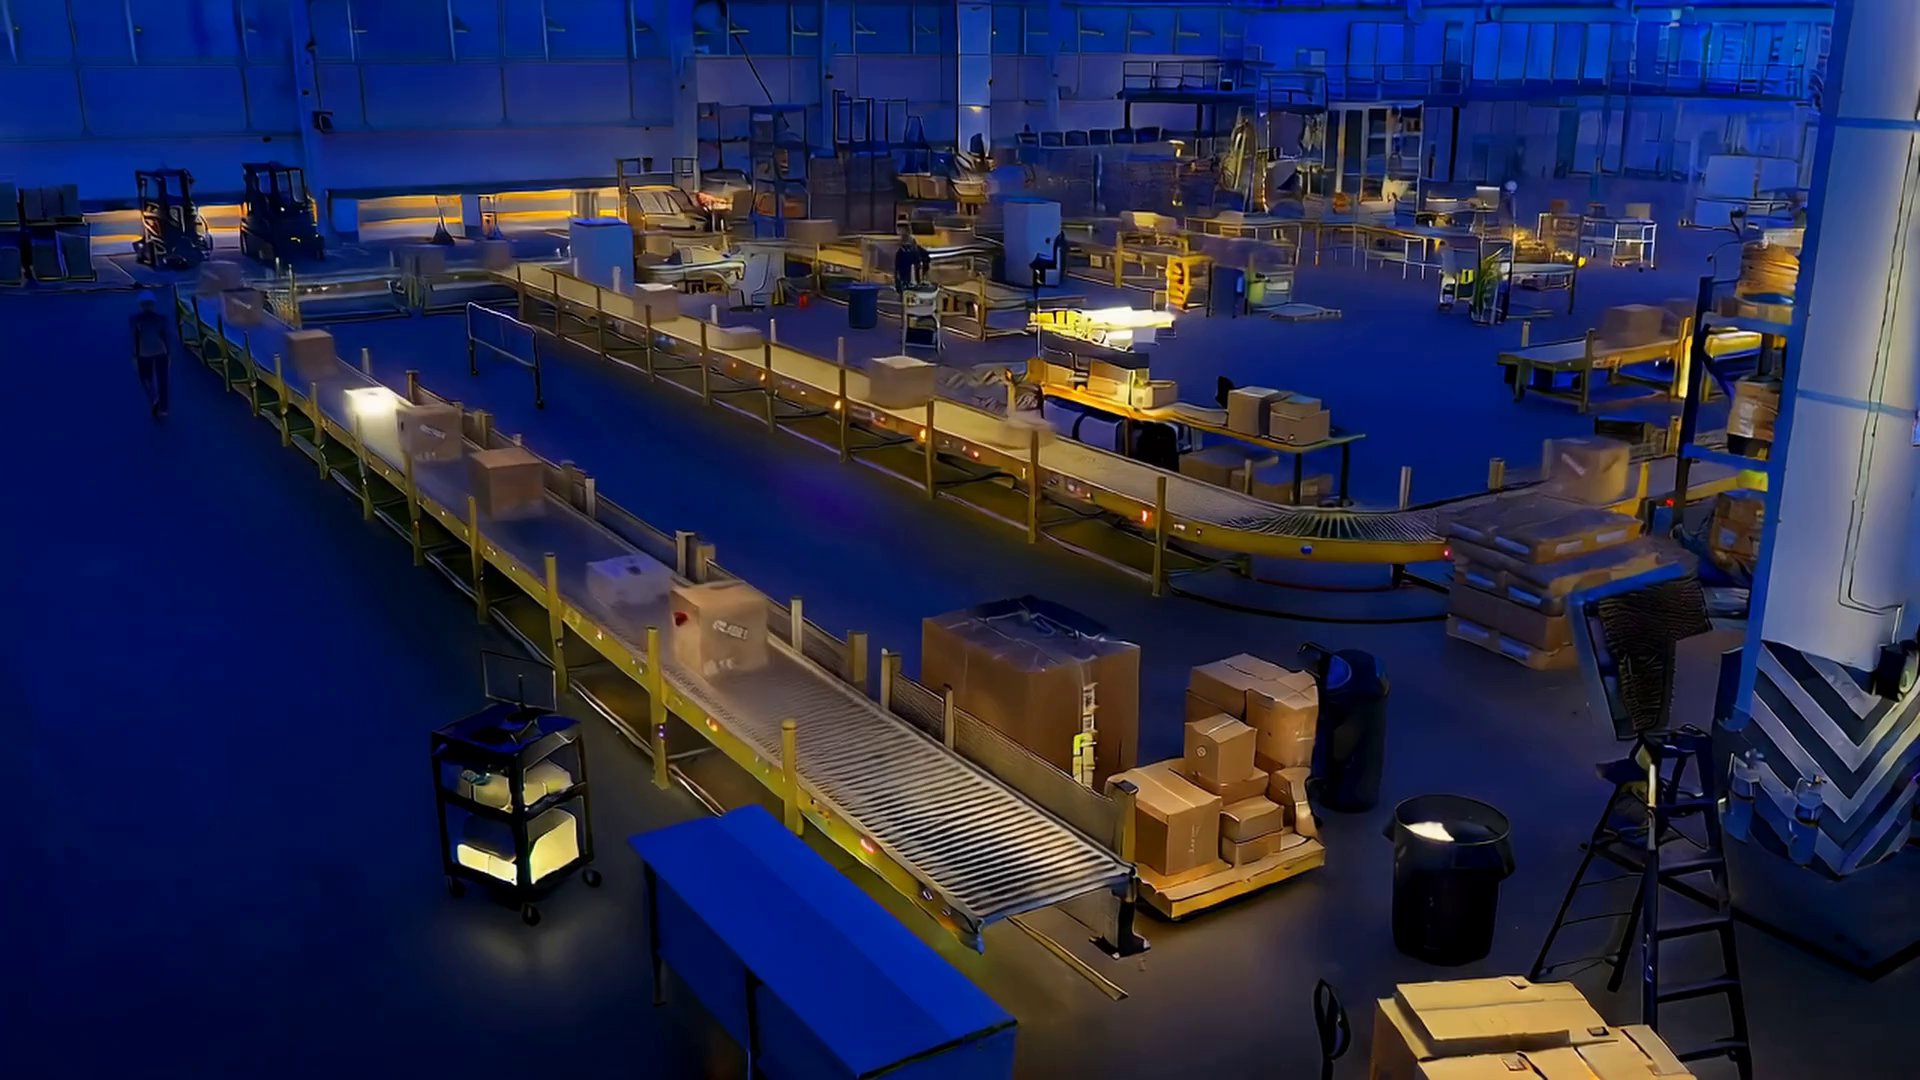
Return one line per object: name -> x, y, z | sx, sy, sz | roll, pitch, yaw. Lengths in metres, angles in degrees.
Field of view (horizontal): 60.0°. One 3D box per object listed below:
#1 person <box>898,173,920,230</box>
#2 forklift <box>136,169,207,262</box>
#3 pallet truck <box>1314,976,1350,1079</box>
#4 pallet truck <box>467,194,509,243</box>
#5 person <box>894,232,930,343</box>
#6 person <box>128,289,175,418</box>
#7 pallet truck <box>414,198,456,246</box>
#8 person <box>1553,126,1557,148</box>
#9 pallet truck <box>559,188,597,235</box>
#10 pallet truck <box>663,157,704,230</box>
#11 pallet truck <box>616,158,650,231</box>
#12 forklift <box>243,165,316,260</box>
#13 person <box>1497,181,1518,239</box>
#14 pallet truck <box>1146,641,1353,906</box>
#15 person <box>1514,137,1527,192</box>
person -> -1.253, -7.589, 38.984 | 1.050, 1.984, 0.617 | -7, 18, -22
forklift -> -17.842, -7.318, 37.559 | 1.157, 1.987, 2.680 | -10, 20, -31
pallet truck -> 2.299, 2.390, 7.086 | 1.601, 1.201, 0.680 | -2, 17, -7
pallet truck -> -11.983, -8.177, 42.137 | 0.704, 1.261, 1.522 | -11, 20, -33
person -> -0.826, -4.237, 28.004 | 0.636, 1.899, 0.399 | 7, 18, 23
person -> -10.933, -2.522, 22.527 | 0.551, 1.751, 0.371 | -10, 19, -29
pallet truck -> -13.250, -8.060, 41.856 | 0.680, 1.201, 1.601 | -10, 20, -31
person -> 24.740, -16.560, 69.448 | 0.509, 1.613, 0.577 | -11, 20, -32
pallet truck -> -10.010, -8.652, 43.699 | 0.653, 1.274, 1.630 | -10, 20, -31
pallet truck -> -7.586, -9.308, 44.692 | 0.823, 1.965, 1.885 | -11, 20, -33
pallet truck -> -8.918, -9.176, 44.255 | 0.823, 1.965, 1.885 | -9, 19, -27
forklift -> -15.898, -7.669, 38.708 | 1.157, 1.987, 2.680 | -11, 20, -33
person -> 12.739, -7.413, 38.673 | 0.403, 1.827, 0.599 | -6, 18, -18
pallet truck -> 1.664, 1.407, 10.232 | 1.630, 1.274, 0.653 | -10, 20, -31
person -> 18.962, -12.699, 56.263 | 0.493, 1.825, 0.530 | 4, 17, 12
